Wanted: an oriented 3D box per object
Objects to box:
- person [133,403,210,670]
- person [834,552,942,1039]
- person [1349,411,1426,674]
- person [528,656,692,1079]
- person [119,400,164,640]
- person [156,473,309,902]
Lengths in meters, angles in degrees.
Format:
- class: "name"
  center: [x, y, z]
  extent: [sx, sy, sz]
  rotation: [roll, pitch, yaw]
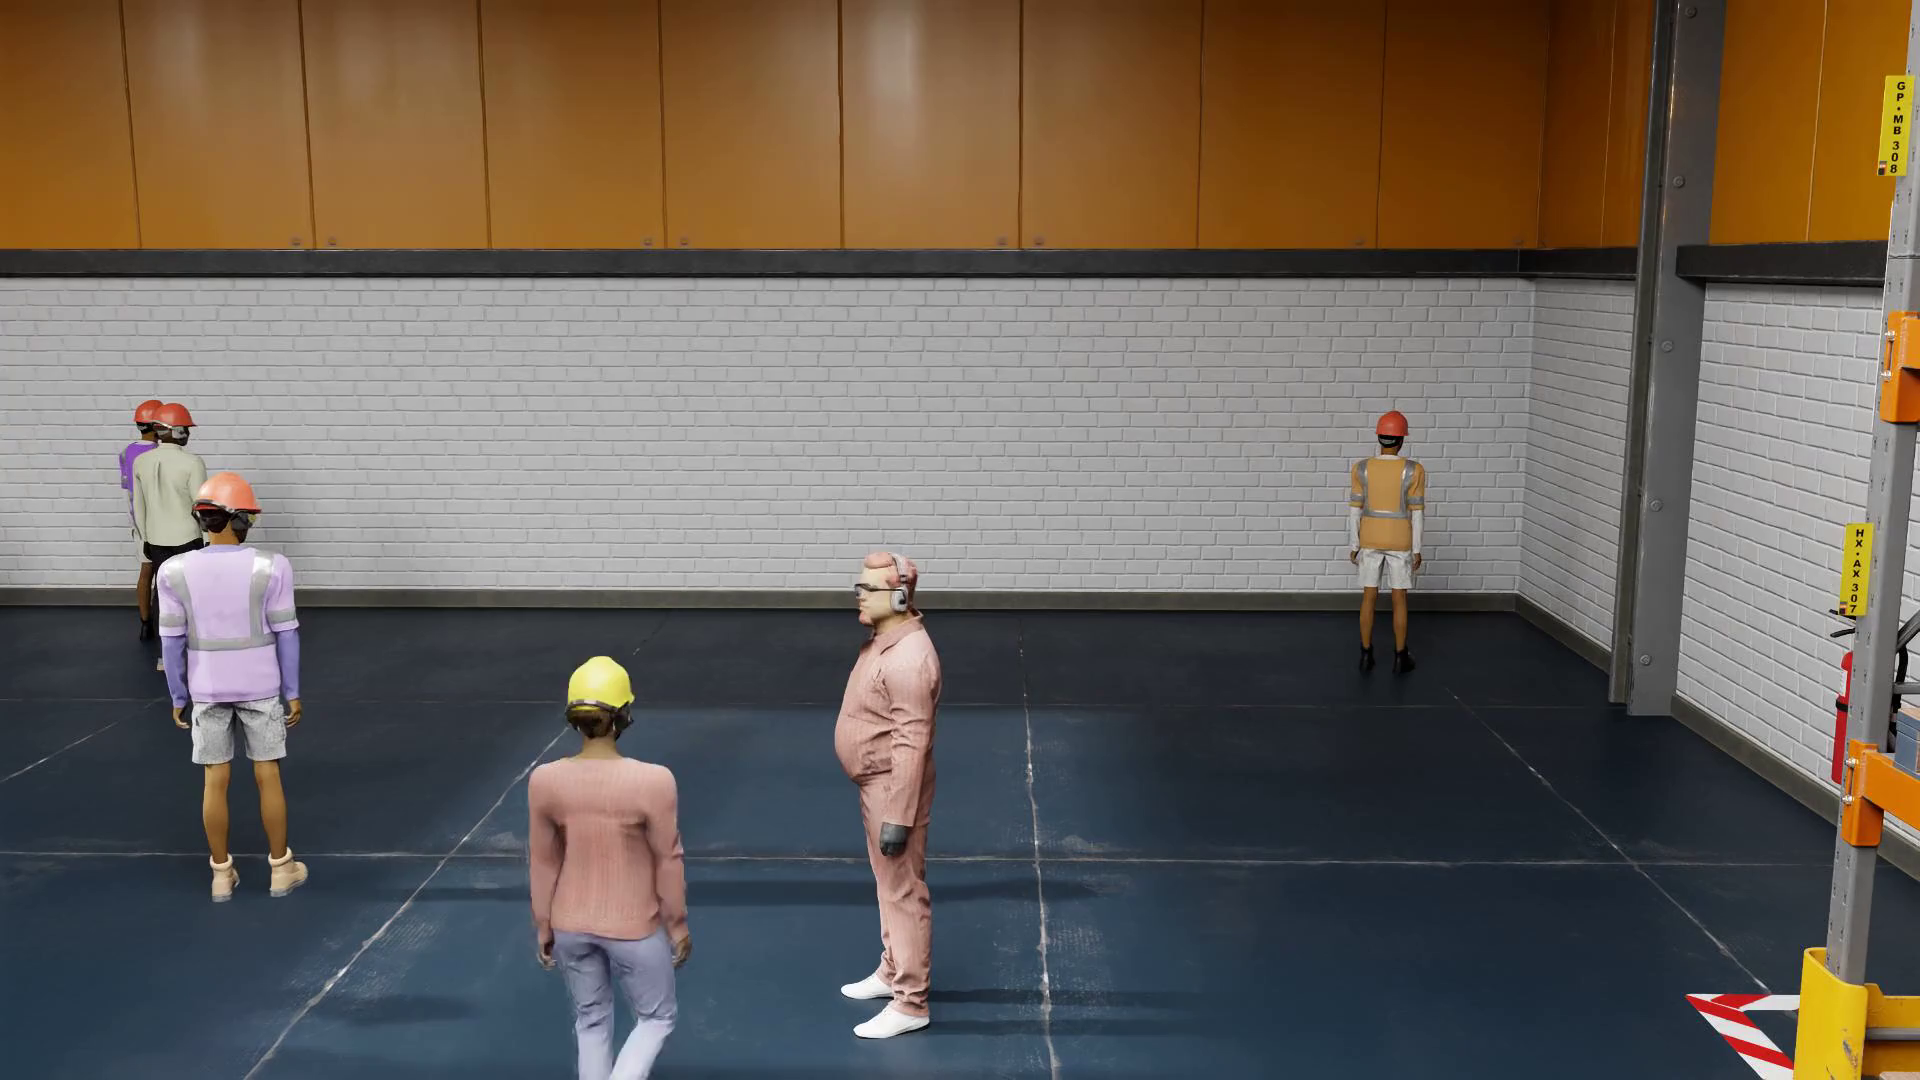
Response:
- class: "person"
  center: [-5.790, -0.019, 12.328]
  extent: [0.619, 1.990, 0.395]
  rotation: [2, 10, 13]
- class: "person"
  center: [-0.288, 0.988, 6.554]
  extent: [0.407, 1.910, 0.641]
  rotation: [-2, 10, -10]
- class: "person"
  center: [3.151, 0.016, 12.284]
  extent: [0.546, 1.939, 0.375]
  rotation: [5, 11, 26]
- class: "person"
  center: [-1.157, 1.256, 5.386]
  extent: [0.539, 1.751, 0.486]
  rotation: [2, 10, 14]
- class: "person"
  center: [-6.398, -0.150, 13.281]
  extent: [0.553, 1.935, 0.362]
  rotation: [4, 10, 23]
- class: "person"
  center: [-3.439, 0.700, 7.899]
  extent: [0.609, 2.036, 0.403]
  rotation: [-2, 10, -10]
